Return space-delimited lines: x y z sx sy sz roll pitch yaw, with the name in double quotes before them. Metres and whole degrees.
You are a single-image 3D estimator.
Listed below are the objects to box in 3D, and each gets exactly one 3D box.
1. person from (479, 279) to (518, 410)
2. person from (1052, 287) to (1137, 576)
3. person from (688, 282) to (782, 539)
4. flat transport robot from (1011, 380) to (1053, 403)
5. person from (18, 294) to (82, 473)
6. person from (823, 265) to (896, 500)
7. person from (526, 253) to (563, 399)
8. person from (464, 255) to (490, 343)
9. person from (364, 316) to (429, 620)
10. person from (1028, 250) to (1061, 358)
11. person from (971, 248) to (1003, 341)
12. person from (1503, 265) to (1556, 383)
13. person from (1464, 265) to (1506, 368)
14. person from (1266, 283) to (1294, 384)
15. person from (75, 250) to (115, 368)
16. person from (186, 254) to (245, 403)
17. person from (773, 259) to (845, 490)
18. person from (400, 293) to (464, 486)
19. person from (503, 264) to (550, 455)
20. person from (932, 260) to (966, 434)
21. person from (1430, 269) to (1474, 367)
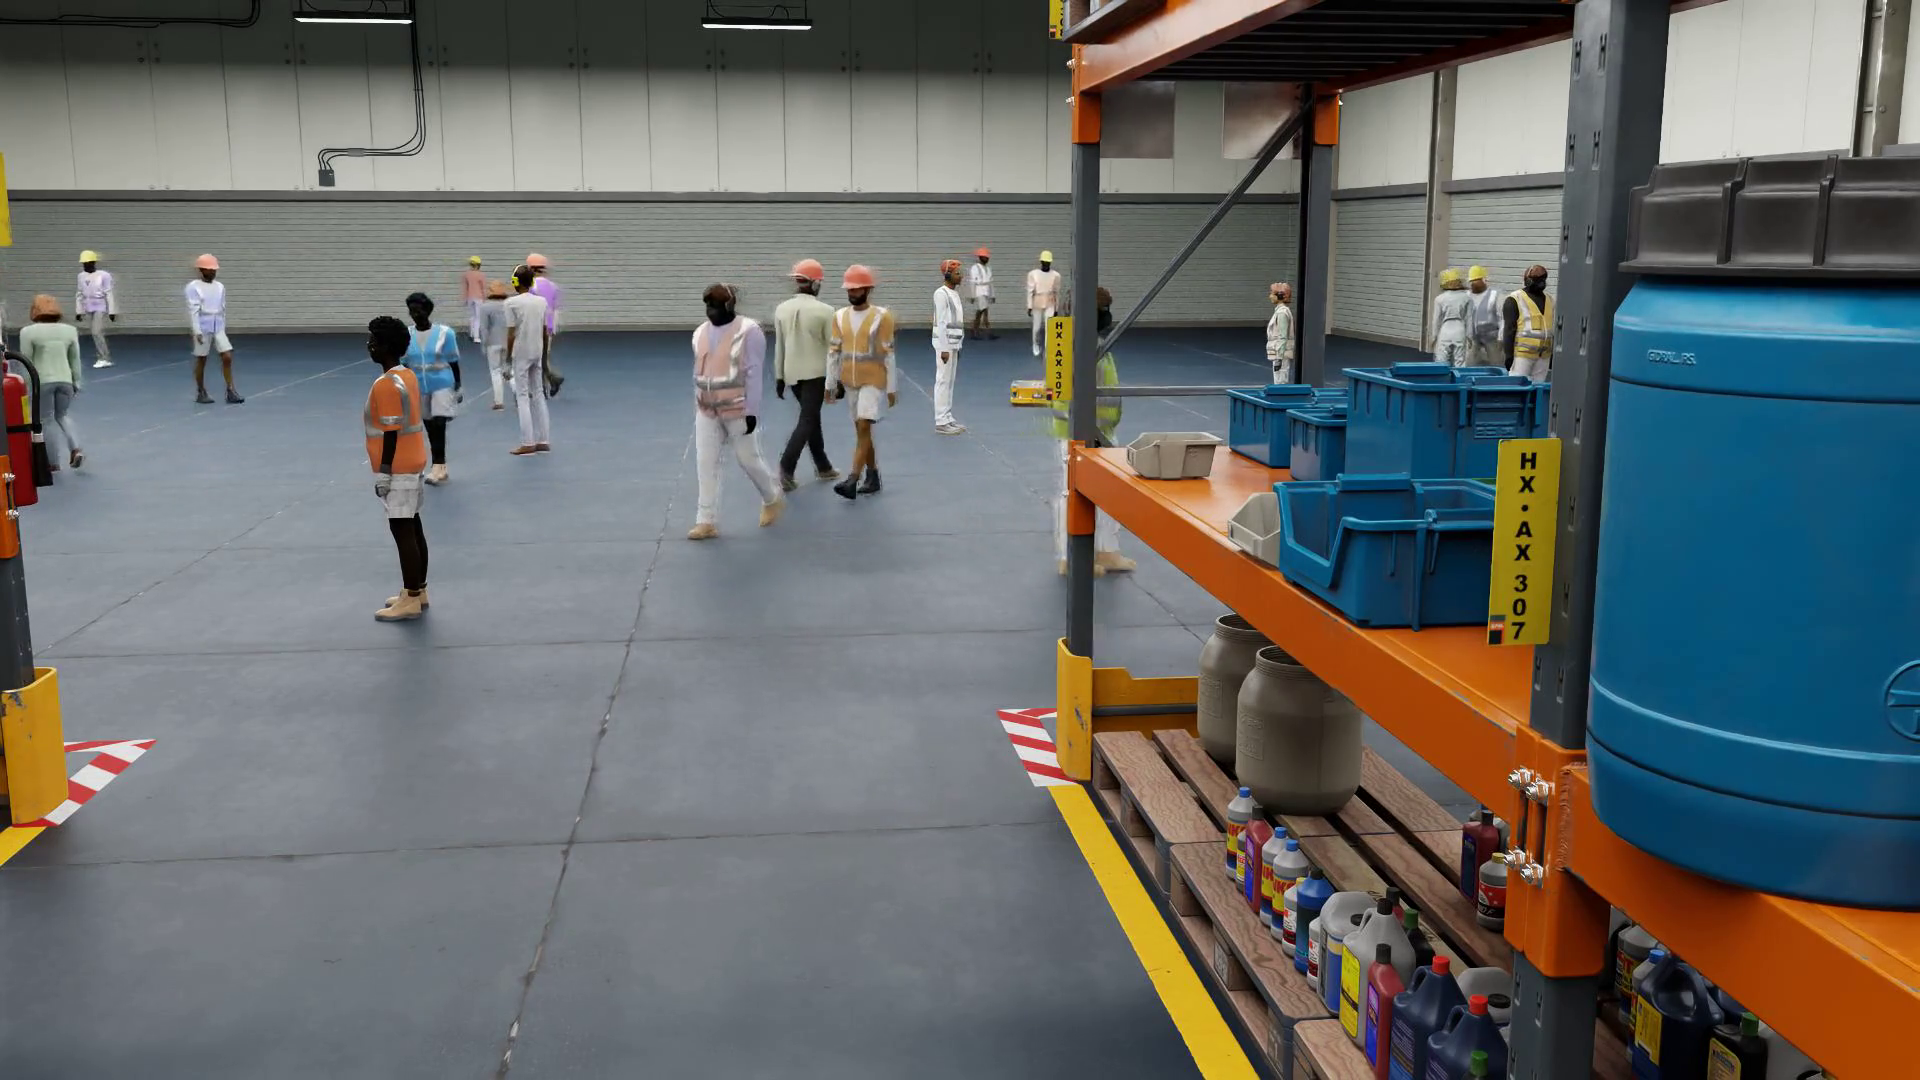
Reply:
"person" -5.630 -2.384 20.407 0.501 1.619 0.438 -9 14 -41
"person" 0.882 -0.664 10.410 0.608 1.826 0.636 4 11 21
"person" -1.641 -0.940 11.940 0.621 1.820 0.841 5 11 25
"flat transport robot" 1.004 -1.930 21.606 0.652 0.197 1.431 1 10 4
"person" -8.229 -1.409 15.050 0.347 1.623 0.516 7 13 35
"person" -0.858 -1.272 13.544 0.559 1.889 0.976 5 12 27
"person" -5.468 -2.786 21.771 0.598 1.925 0.567 6 12 30
"person" -9.719 -4.842 33.496 0.538 1.750 0.438 5 11 26
"person" -3.157 -0.403 9.326 0.318 1.697 0.535 -1 10 -7
"person" 1.478 -4.157 29.355 0.593 1.901 0.817 0 10 -3
"person" 0.564 -5.028 34.120 0.930 1.896 0.570 7 13 35
"person" 5.907 -1.913 17.213 0.637 1.840 0.429 -4 11 -22
"person" 6.743 -2.618 21.264 0.618 1.791 0.801 9 14 41
"person" 3.461 -1.958 18.005 0.308 1.639 0.524 2 11 11
"person" -14.133 -3.746 27.069 0.604 1.900 0.647 3 11 18
"person" -9.513 -2.672 21.203 0.877 1.903 0.567 7 12 33
"person" -1.309 -1.415 14.196 0.636 1.951 1.015 7 12 32
"person" -4.578 -1.287 14.273 0.542 1.645 0.853 1 10 3
"person" -4.248 -1.761 16.305 0.316 1.868 0.527 8 13 36
"person" -0.118 -2.098 18.109 0.356 1.883 0.573 3 11 14
"person" 6.169 -2.533 20.955 0.592 1.719 0.342 1 10 7
